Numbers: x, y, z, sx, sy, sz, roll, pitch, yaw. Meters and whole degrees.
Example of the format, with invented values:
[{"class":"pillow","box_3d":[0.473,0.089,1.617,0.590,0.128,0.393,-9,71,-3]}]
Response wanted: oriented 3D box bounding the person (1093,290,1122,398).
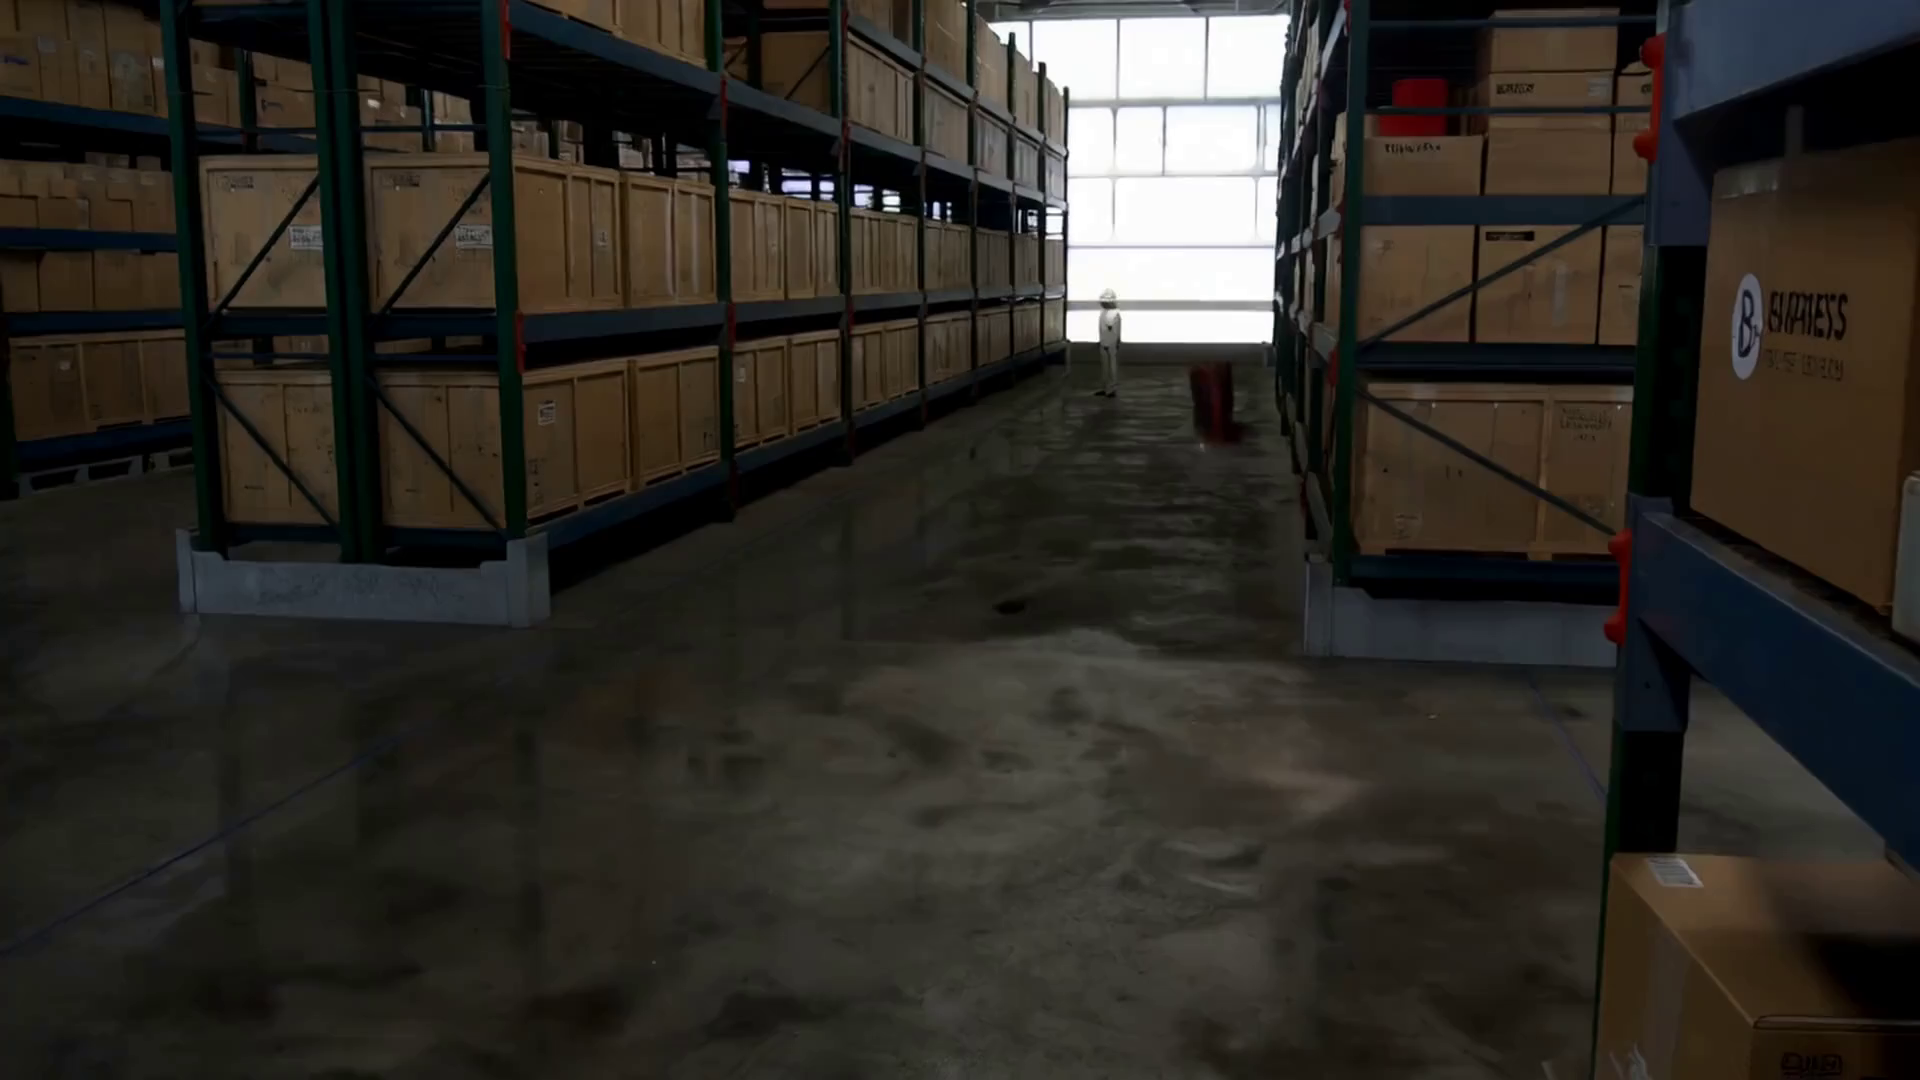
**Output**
[{"class":"person","box_3d":[2.381,-3.152,26.786,0.309,1.736,0.484,-7,12,-38]}]
